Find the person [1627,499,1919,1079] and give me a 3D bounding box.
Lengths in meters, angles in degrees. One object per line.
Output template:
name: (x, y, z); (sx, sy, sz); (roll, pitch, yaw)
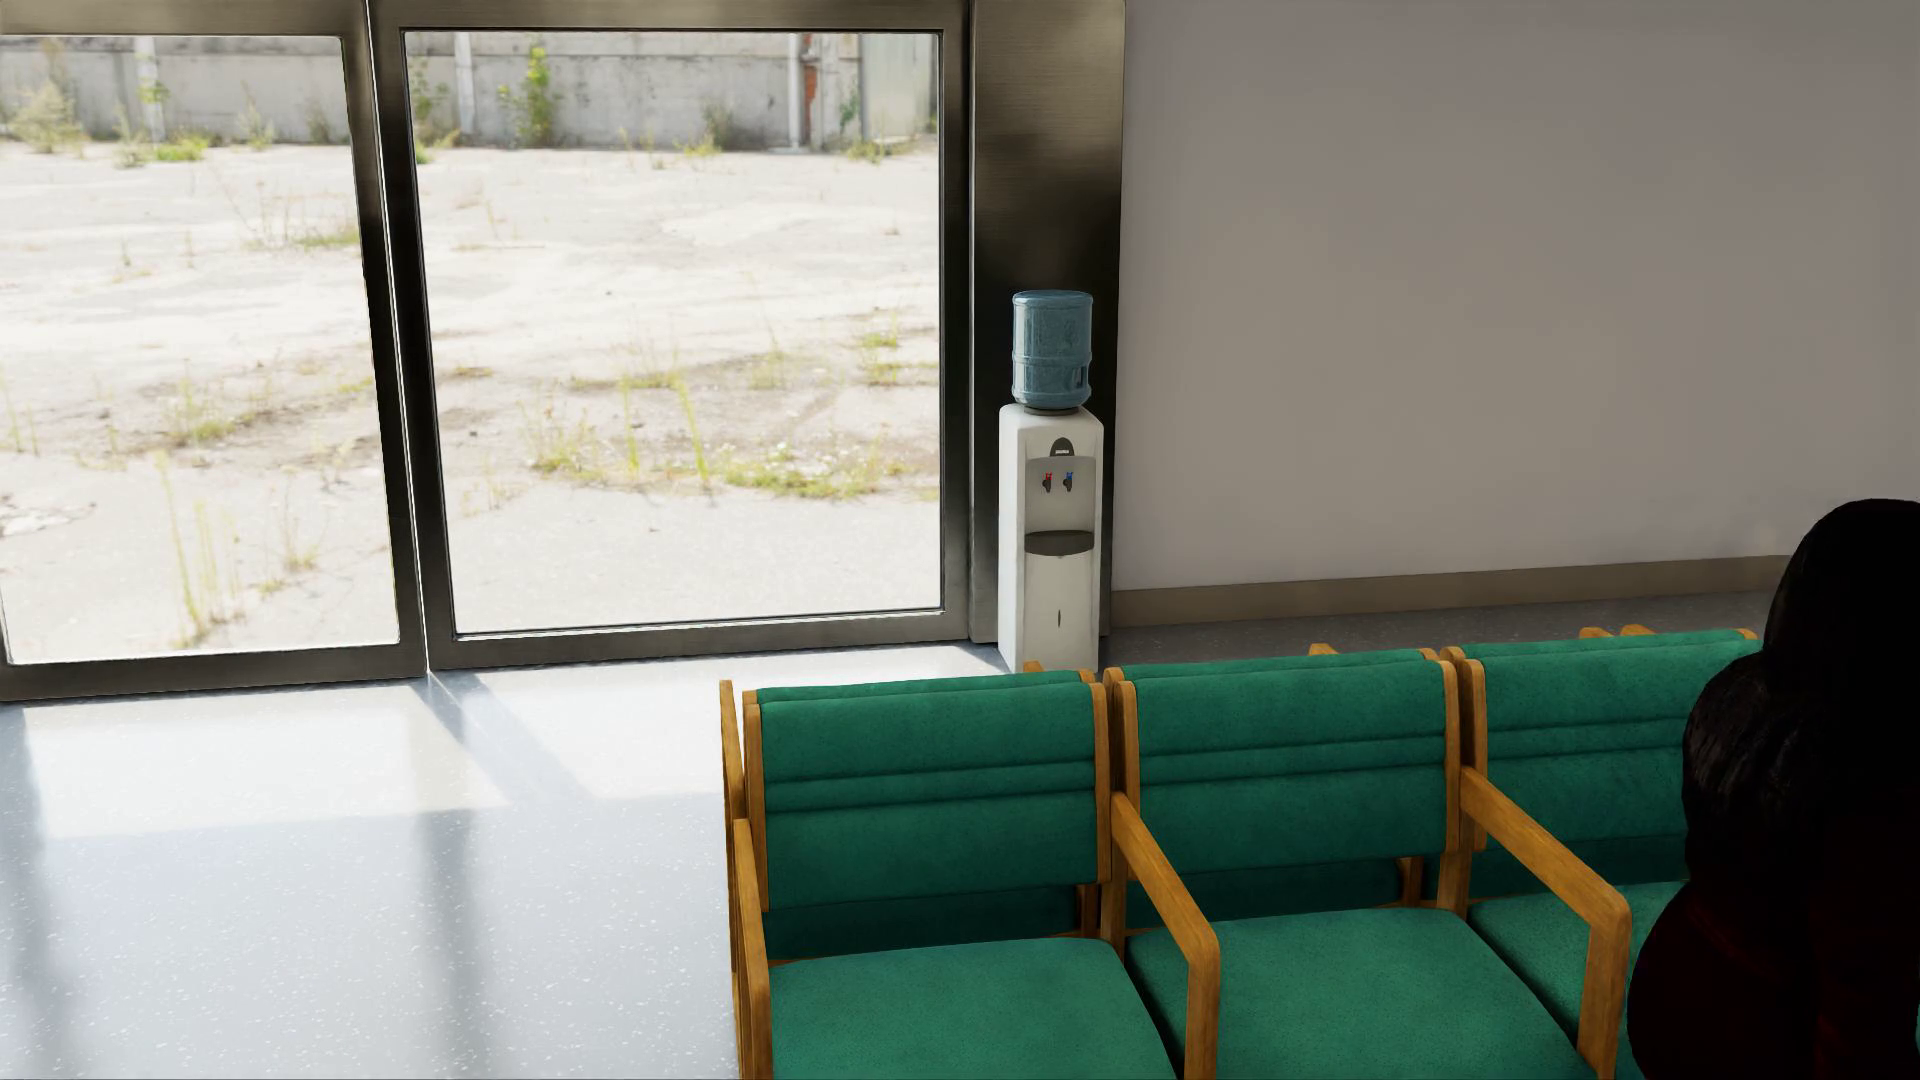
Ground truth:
person: (1.131, 0.793, 2.483); (0.698, 1.742, 0.569); (-2, 16, -8)
